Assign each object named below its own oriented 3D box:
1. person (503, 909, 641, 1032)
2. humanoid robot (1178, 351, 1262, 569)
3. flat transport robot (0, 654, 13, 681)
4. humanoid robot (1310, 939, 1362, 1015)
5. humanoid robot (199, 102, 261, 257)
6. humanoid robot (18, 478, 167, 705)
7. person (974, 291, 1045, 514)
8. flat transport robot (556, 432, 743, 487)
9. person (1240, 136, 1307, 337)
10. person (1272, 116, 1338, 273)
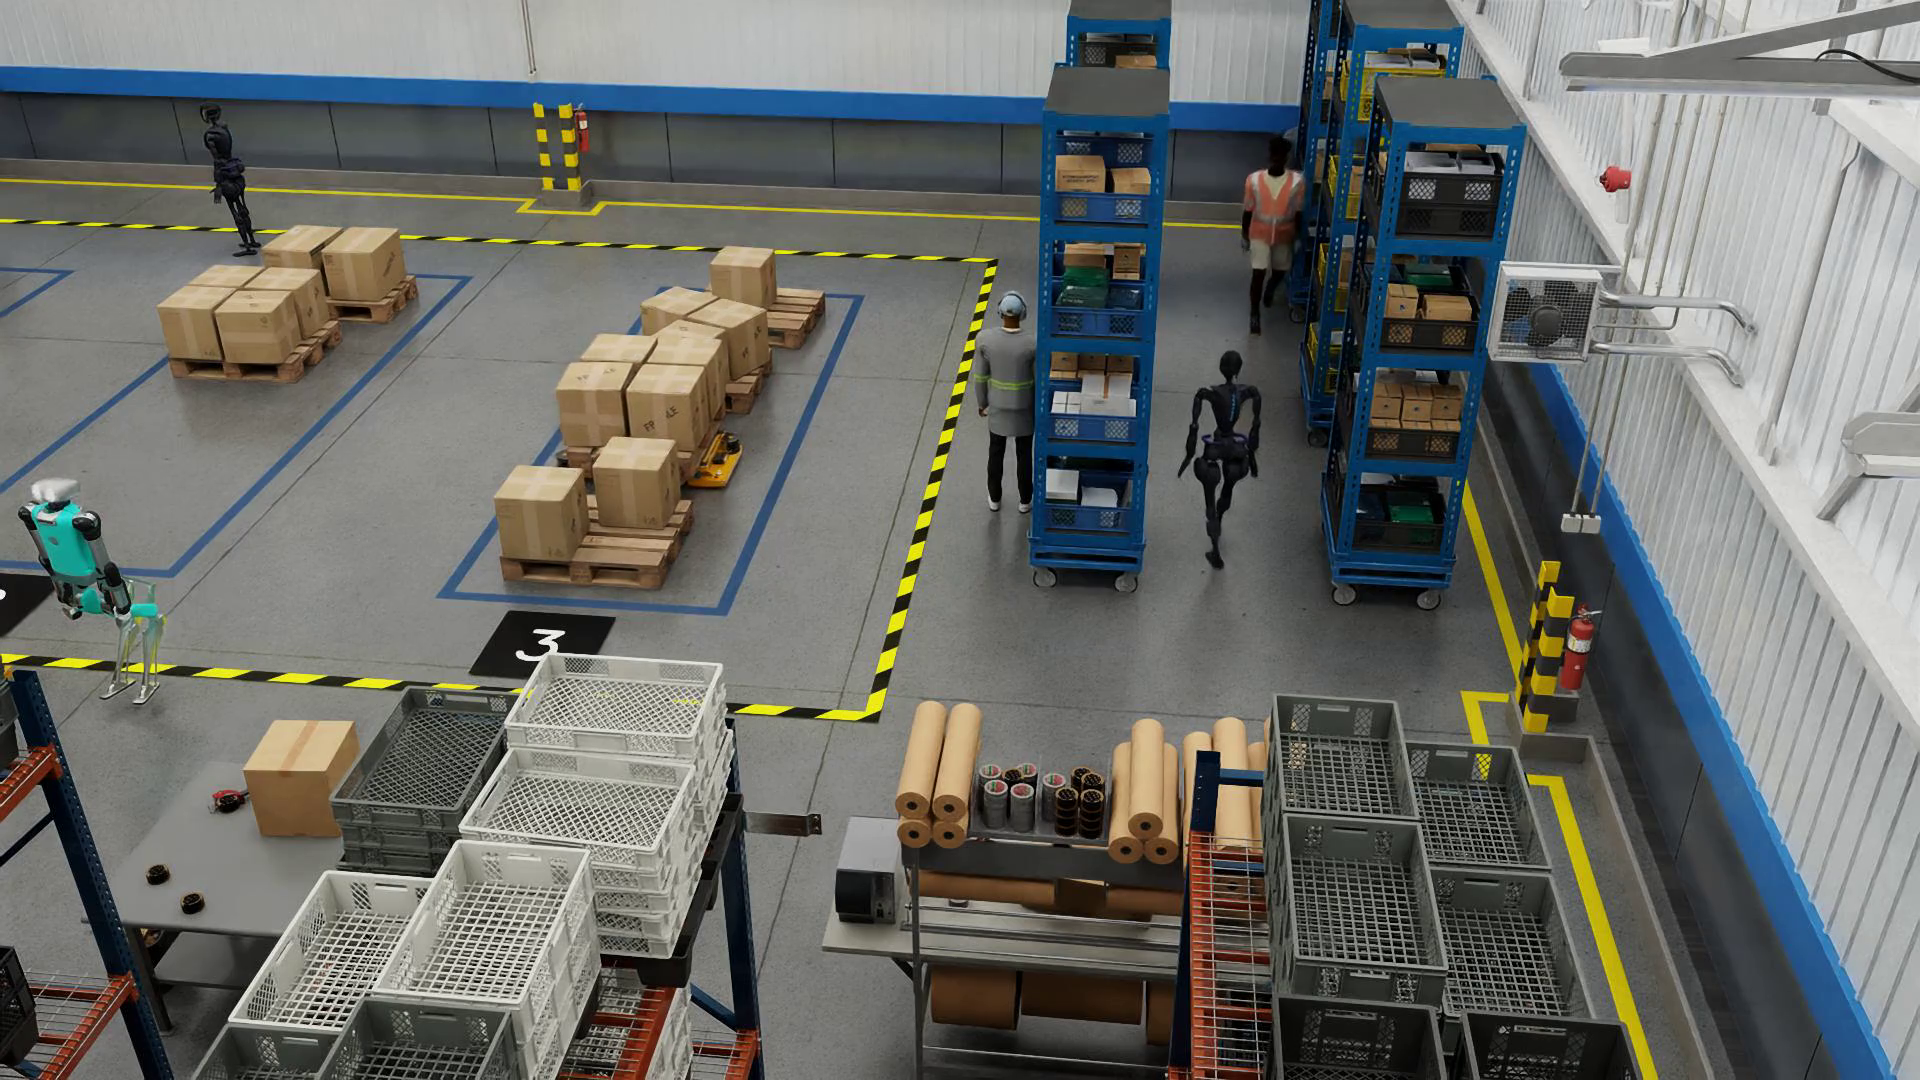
[{"bbox_3d":[-1.968,1.895,7.896,0.635,1.794,0.968,13,33,22],"label":"person"},{"bbox_3d":[1.921,-0.656,12.423,0.611,1.635,0.710,-6,31,-10],"label":"humanoid robot"},{"bbox_3d":[-7.142,0.969,11.010,1.431,0.231,0.659,3,30,6],"label":"flat transport robot"},{"bbox_3d":[1.534,2.357,7.235,0.547,1.646,0.601,1,30,2],"label":"humanoid robot"},{"bbox_3d":[-7.906,-3.901,17.961,0.315,1.655,0.599,-2,30,-4],"label":"humanoid robot"},{"bbox_3d":[-5.429,0.252,10.643,0.533,1.681,0.735,8,31,14],"label":"humanoid robot"},{"bbox_3d":[0.407,-1.068,12.935,0.588,1.852,0.373,6,31,10],"label":"person"},{"bbox_3d":[-2.587,-0.709,13.864,1.431,0.197,0.652,3,30,6],"label":"flat transport robot"},{"bbox_3d":[3.024,-3.002,16.174,0.599,1.937,0.756,3,30,5],"label":"person"},{"bbox_3d":[3.583,-3.653,17.305,0.626,1.932,0.369,-10,32,-17],"label":"person"}]
